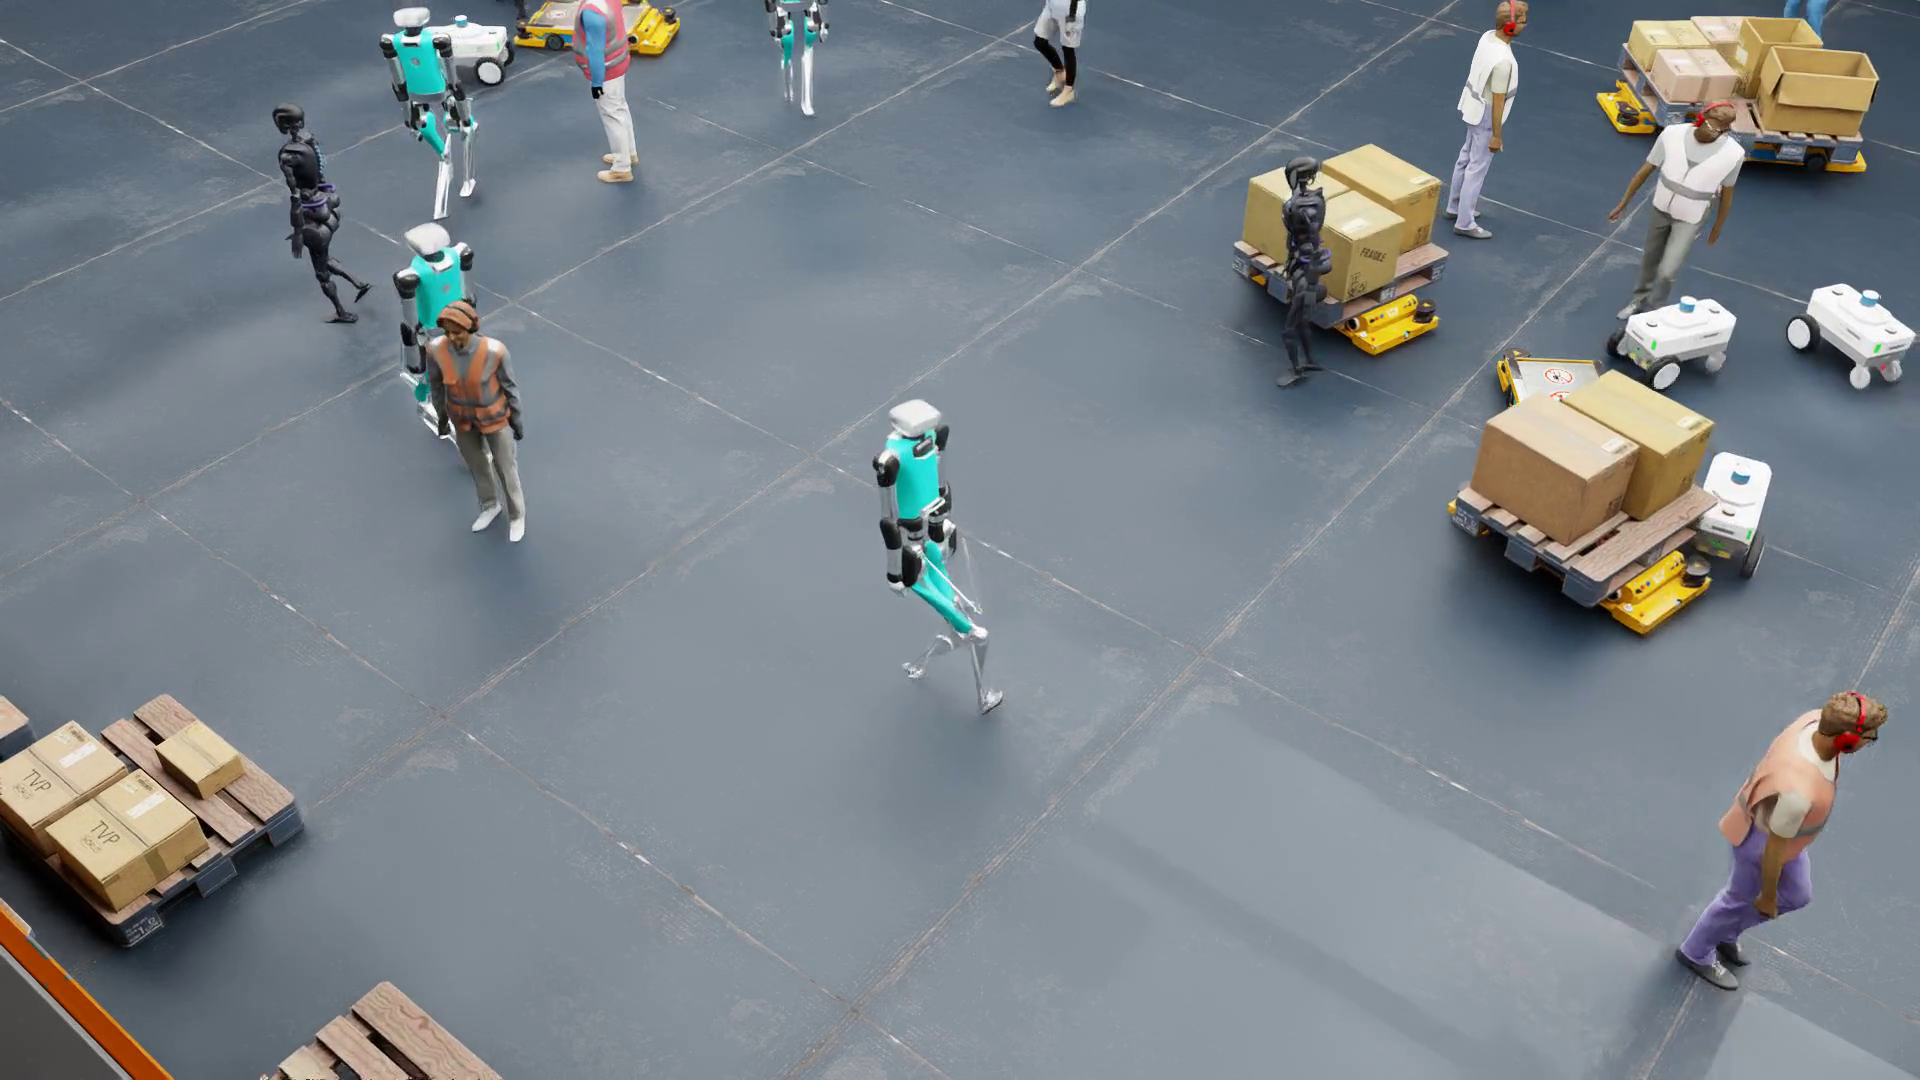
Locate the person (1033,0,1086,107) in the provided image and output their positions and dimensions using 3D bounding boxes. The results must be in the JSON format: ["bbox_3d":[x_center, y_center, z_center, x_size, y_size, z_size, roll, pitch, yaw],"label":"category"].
[{"bbox_3d":[0.872,-4.552,14.338,0.371,1.684,0.546,-24,46,-26],"label":"person"}]

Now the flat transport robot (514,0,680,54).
[{"bbox_3d":[-3.451,-4.876,15.814,1.431,0.231,0.659,5,41,6],"label":"flat transport robot"}]

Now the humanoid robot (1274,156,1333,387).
[{"bbox_3d":[2.314,-1.801,11.115,0.441,1.630,0.617,-2,40,-2],"label":"humanoid robot"}]

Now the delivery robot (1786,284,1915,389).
[{"bbox_3d":[6.224,-1.470,11.594,0.499,0.605,0.781,-12,42,-14],"label":"delivery robot"}]

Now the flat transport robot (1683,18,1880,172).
[{"bbox_3d":[6.851,-3.387,14.063,1.431,0.231,0.659,7,41,8],"label":"flat transport robot"}]

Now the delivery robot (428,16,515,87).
[{"bbox_3d":[-4.467,-4.462,15.092,0.768,0.576,0.499,0,40,0],"label":"delivery robot"}]

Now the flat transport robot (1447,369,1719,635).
[{"bbox_3d":[3.739,-0.004,10.083,0.659,0.231,1.431,-27,47,-28],"label":"flat transport robot"}]

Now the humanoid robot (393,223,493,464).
[{"bbox_3d":[-3.362,-1.266,10.434,0.960,1.729,0.544,27,47,28],"label":"humanoid robot"}]

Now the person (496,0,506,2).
[{"bbox_3d":[-4.521,-6.300,16.297,0.557,1.824,0.968,-1,40,-1],"label":"person"}]

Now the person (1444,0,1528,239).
[{"bbox_3d":[3.979,-3.190,12.611,0.390,1.849,0.565,0,40,0],"label":"person"}]

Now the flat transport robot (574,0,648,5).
[{"bbox_3d":[-3.736,-5.540,16.596,0.659,0.231,1.431,-24,46,-26],"label":"flat transport robot"}]

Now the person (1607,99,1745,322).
[{"bbox_3d":[4.884,-2.227,11.502,0.675,1.811,0.653,33,50,32],"label":"person"}]

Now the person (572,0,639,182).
[{"bbox_3d":[-2.856,-3.773,13.314,0.431,1.837,0.630,0,40,0],"label":"person"}]

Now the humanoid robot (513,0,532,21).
[{"bbox_3d":[-4.244,-5.762,15.794,0.572,1.666,0.609,30,49,31],"label":"humanoid robot"}]

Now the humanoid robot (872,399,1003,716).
[{"bbox_3d":[0.019,0.173,8.759,0.960,1.767,0.569,27,47,28],"label":"humanoid robot"}]

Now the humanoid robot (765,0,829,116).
[{"bbox_3d":[-1.408,-4.393,14.210,0.558,1.907,0.723,-8,41,-10],"label":"humanoid robot"}]

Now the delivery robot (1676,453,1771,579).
[{"bbox_3d":[4.659,-0.197,10.078,0.499,0.580,0.756,19,44,21],"label":"delivery robot"}]

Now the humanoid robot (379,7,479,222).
[{"bbox_3d":[-4.015,-3.331,12.860,0.548,1.738,1.005,1,40,2],"label":"humanoid robot"}]

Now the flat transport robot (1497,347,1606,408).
[{"bbox_3d":[4.017,-0.785,11.001,0.659,0.231,1.431,3,40,3],"label":"flat transport robot"}]

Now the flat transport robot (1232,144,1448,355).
[{"bbox_3d":[2.775,-1.857,12.263,0.659,0.231,1.431,-24,46,-26],"label":"flat transport robot"}]

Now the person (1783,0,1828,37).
[{"bbox_3d":[7.706,-5.128,14.994,0.504,1.690,0.416,27,47,28],"label":"person"}]

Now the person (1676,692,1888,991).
[{"bbox_3d":[3.581,1.346,7.295,0.487,1.818,0.614,26,47,27],"label":"person"}]

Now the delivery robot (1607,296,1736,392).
[{"bbox_3d":[4.960,-1.417,11.503,0.739,0.566,0.499,-13,42,-15],"label":"delivery robot"}]

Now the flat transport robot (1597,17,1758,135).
[{"bbox_3d":[6.384,-3.780,14.525,1.431,0.231,0.659,0,40,0],"label":"flat transport robot"}]

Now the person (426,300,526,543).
[{"bbox_3d":[-2.841,-0.703,9.850,0.526,1.638,0.321,4,41,5],"label":"person"}]

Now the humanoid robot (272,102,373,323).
[{"bbox_3d":[-4.506,-2.266,11.658,0.377,1.651,0.608,1,40,2],"label":"humanoid robot"}]
